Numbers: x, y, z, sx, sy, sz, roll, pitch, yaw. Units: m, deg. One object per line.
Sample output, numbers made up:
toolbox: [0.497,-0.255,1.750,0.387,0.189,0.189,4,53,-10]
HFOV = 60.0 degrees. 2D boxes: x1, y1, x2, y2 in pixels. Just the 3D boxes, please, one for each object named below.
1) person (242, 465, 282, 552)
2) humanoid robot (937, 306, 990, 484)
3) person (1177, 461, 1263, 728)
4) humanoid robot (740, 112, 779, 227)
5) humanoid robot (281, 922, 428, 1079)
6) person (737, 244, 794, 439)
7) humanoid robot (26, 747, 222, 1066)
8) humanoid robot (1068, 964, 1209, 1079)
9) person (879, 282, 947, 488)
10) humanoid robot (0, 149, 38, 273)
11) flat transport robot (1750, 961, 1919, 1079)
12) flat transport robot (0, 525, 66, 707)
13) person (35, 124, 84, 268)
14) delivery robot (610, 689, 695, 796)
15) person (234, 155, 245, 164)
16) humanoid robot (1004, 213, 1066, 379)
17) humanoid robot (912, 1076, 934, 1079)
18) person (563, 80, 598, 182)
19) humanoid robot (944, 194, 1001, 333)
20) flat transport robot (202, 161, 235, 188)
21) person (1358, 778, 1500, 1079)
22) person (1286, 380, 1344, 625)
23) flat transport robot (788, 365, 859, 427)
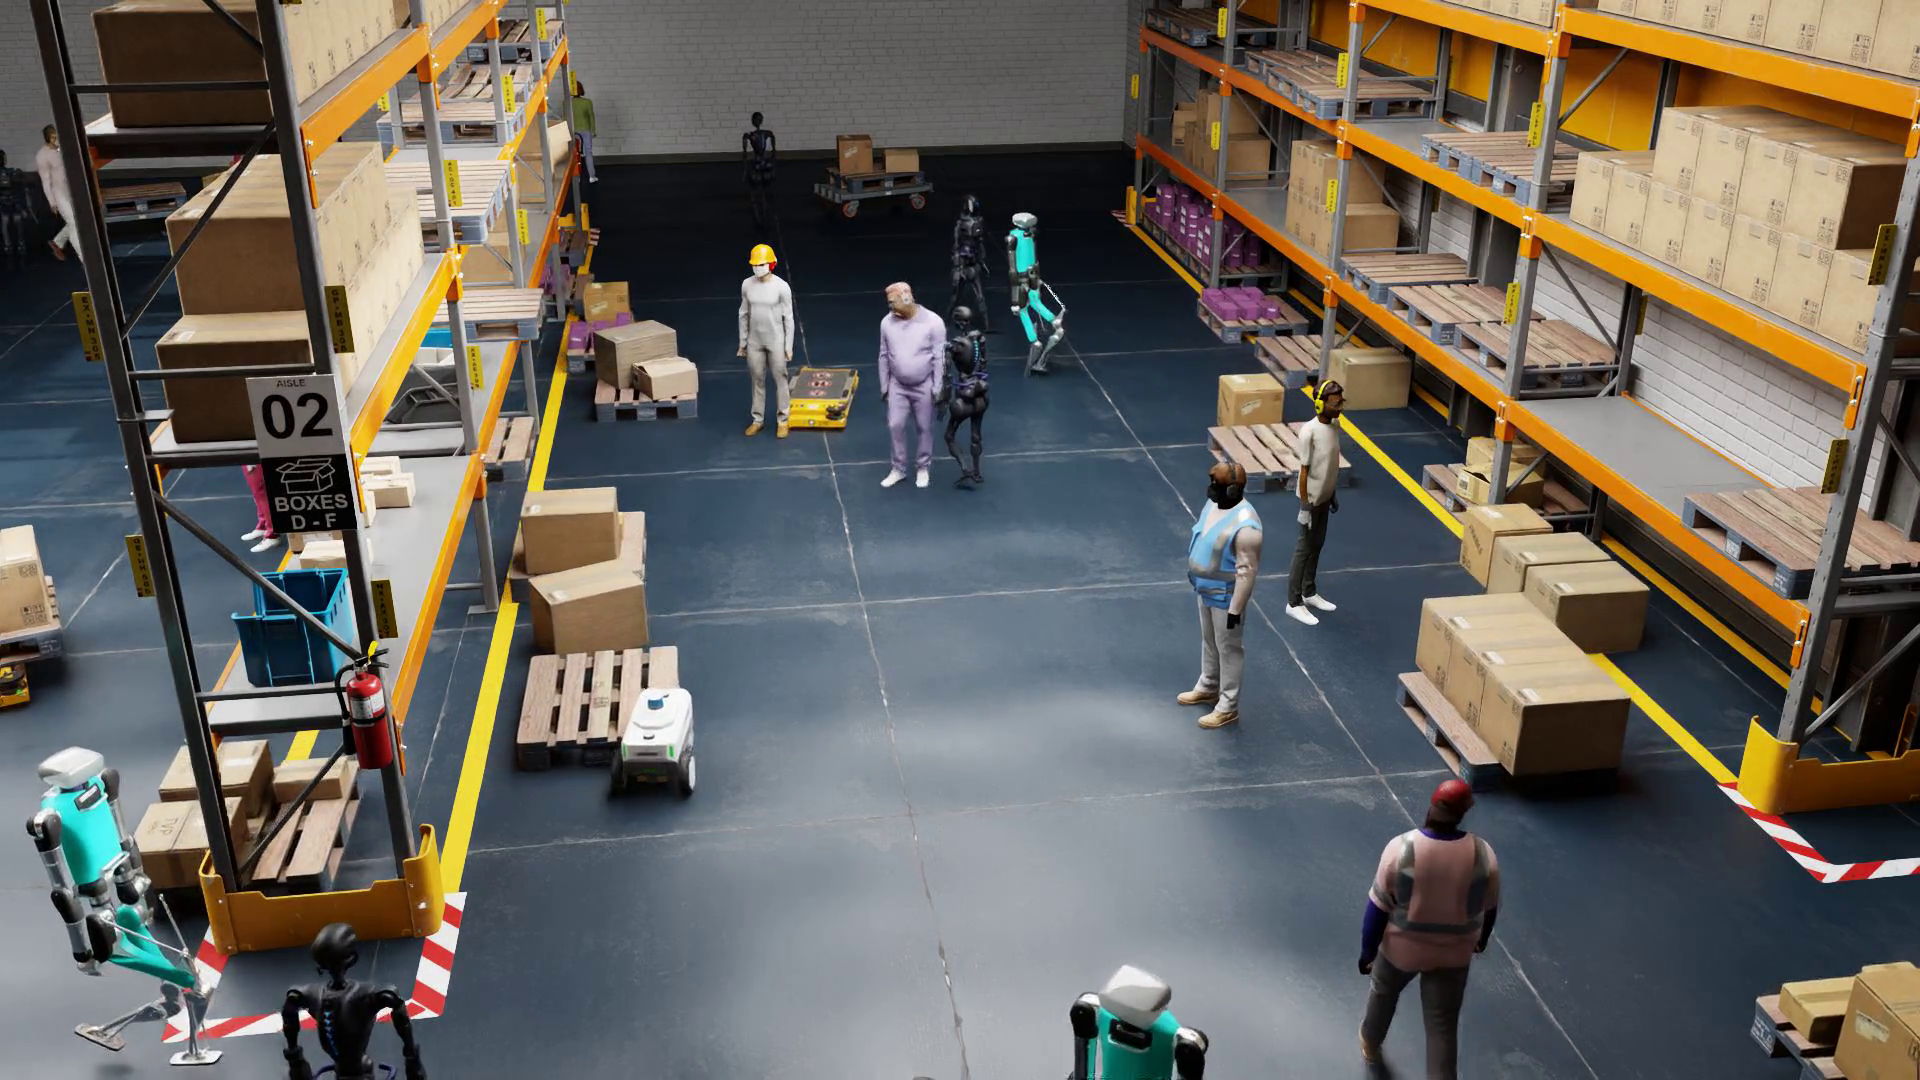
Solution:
person: [-5.820,-0.705,13.582,0.280,1.633,0.498,-14,27,-29]
humanoid robot: [0.074,-1.294,14.870,0.368,1.647,0.601,19,30,37]
person: [1.705,0.347,10.931,0.430,1.845,0.619,-6,24,-14]
humanoid robot: [-2.907,-5.390,24.201,0.603,1.647,0.353,-16,28,-32]
humanoid robot: [-2.426,2.298,6.714,0.584,1.644,0.388,1,24,1]
person: [-1.868,-1.913,16.017,0.560,1.896,0.353,5,24,12]
humanoid robot: [-3.824,1.785,7.780,1.013,1.732,0.550,3,24,7]
humanoid robot: [0.542,2.473,6.200,0.530,1.776,0.703,13,27,27]
person: [-0.425,-1.361,14.804,0.672,1.873,0.410,8,25,18]
humanoid robot: [-12.437,-4.303,21.746,0.609,1.638,0.444,-17,29,-33]
flat transport robot: [4.437,2.592,7.772,0.659,0.231,1.431,-3,24,-7]
flat transport robot: [-6.992,0.847,11.748,0.659,0.231,1.431,-13,27,-27]
person: [-11.880,-4.551,22.015,0.792,1.907,0.634,4,24,10]
delivery robot: [-1.903,1.266,10.461,0.499,0.613,0.789,0,24,0]
person: [-9.943,-5.205,23.607,0.638,1.819,0.742,-3,24,-7]
humanoid robot: [0.865,-2.533,17.694,0.746,1.837,0.541,15,28,30]
humanoid robot: [-0.205,2.632,5.946,0.611,1.636,0.569,4,24,10]
person: [-6.190,-6.662,27.153,0.506,1.631,0.264,-1,24,-3]
humanoid robot: [0.109,-3.190,19.249,0.787,1.620,0.590,16,28,33]
flat transport robot: [-10.518,-4.961,24.981,1.431,0.231,0.659,8,25,17]
person: [2.144,1.879,7.618,0.615,1.703,0.875,3,24,7]
person: [2.669,-0.294,12.358,0.329,1.872,0.509,17,29,34]
flat transport robot: [-1.432,-1.471,17.029,0.659,0.231,1.431,1,24,2]
